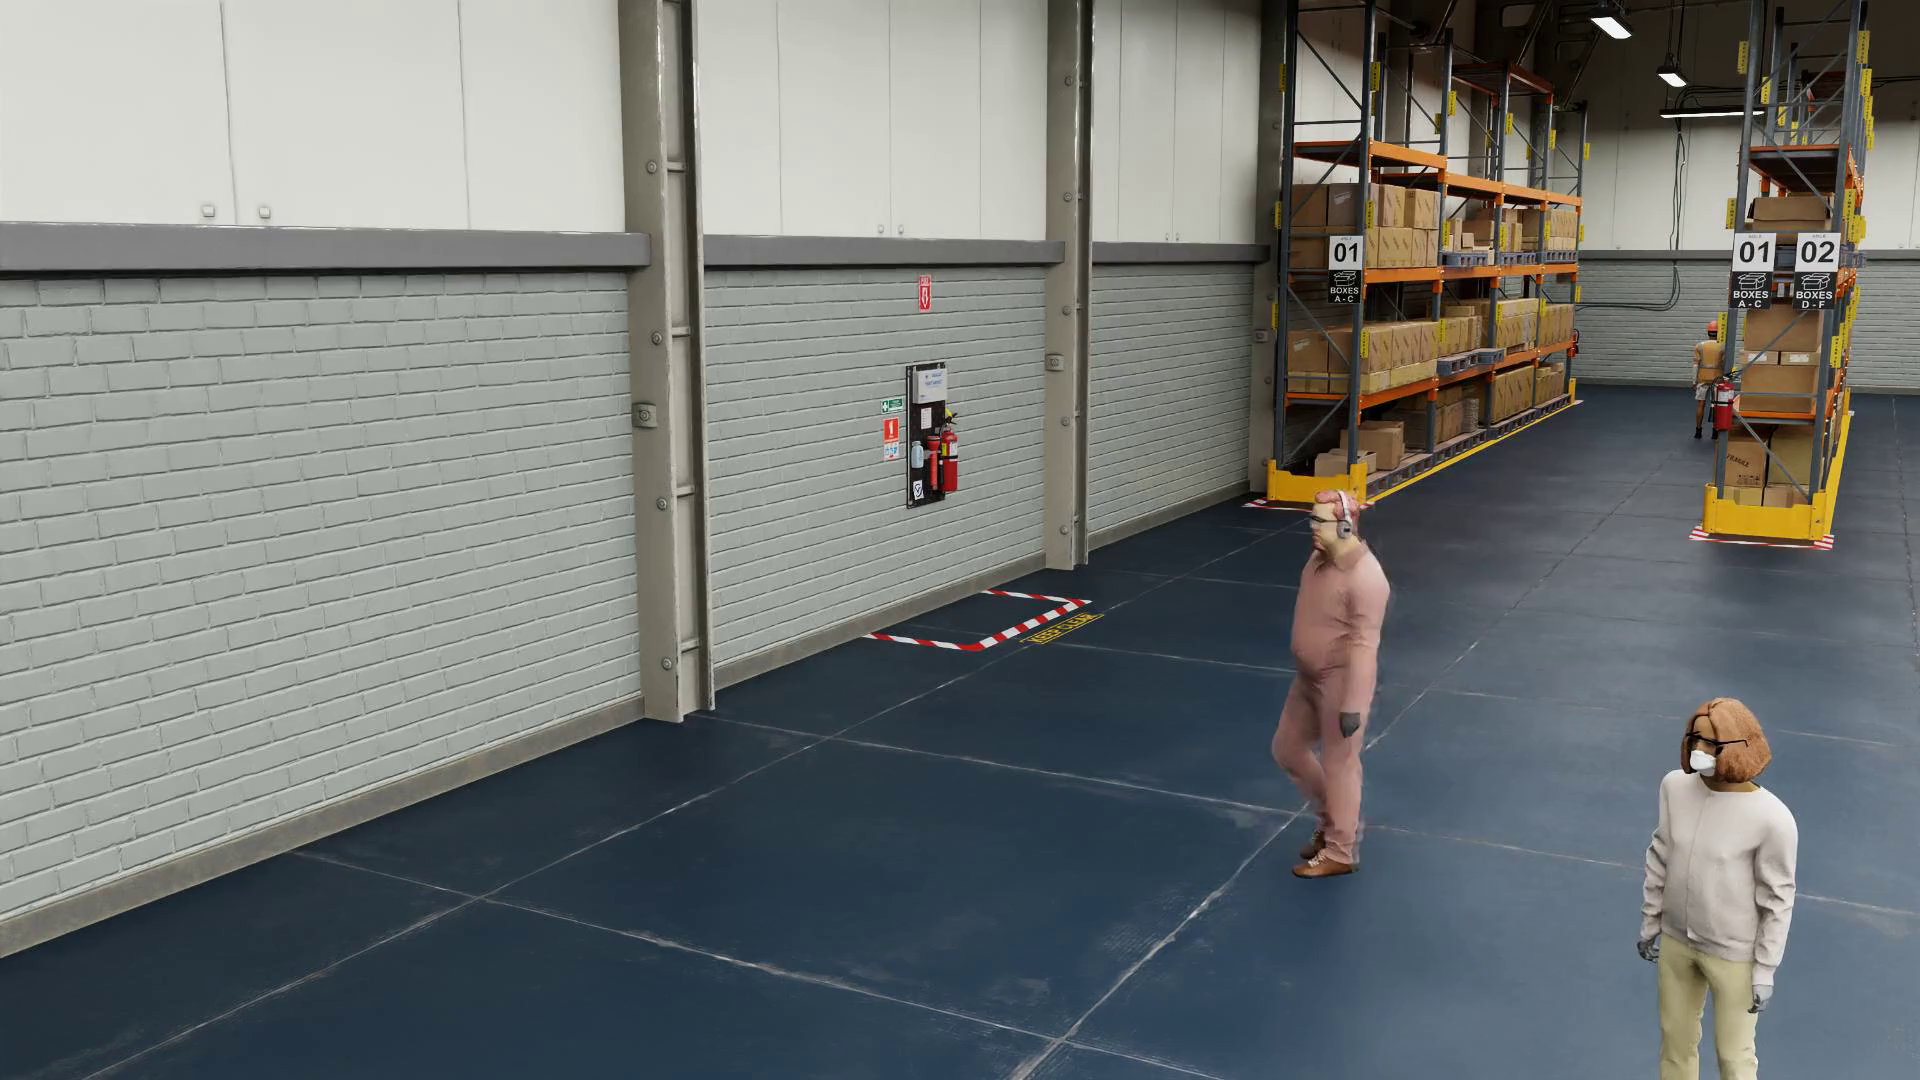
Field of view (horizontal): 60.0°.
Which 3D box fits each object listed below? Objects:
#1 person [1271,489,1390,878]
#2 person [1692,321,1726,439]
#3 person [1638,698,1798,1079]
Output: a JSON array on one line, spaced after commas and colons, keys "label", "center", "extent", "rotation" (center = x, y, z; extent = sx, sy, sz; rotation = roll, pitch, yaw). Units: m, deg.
[{"label": "person", "center": [1.765, 0.696, 7.976], "extent": [0.432, 1.894, 0.669], "rotation": [-2, 10, -13]}, {"label": "person", "center": [12.324, -2.623, 27.308], "extent": [0.551, 1.933, 0.372], "rotation": [5, 11, 29]}, {"label": "person", "center": [2.363, 1.294, 5.255], "extent": [0.279, 1.633, 0.500], "rotation": [-5, 11, -28]}]
